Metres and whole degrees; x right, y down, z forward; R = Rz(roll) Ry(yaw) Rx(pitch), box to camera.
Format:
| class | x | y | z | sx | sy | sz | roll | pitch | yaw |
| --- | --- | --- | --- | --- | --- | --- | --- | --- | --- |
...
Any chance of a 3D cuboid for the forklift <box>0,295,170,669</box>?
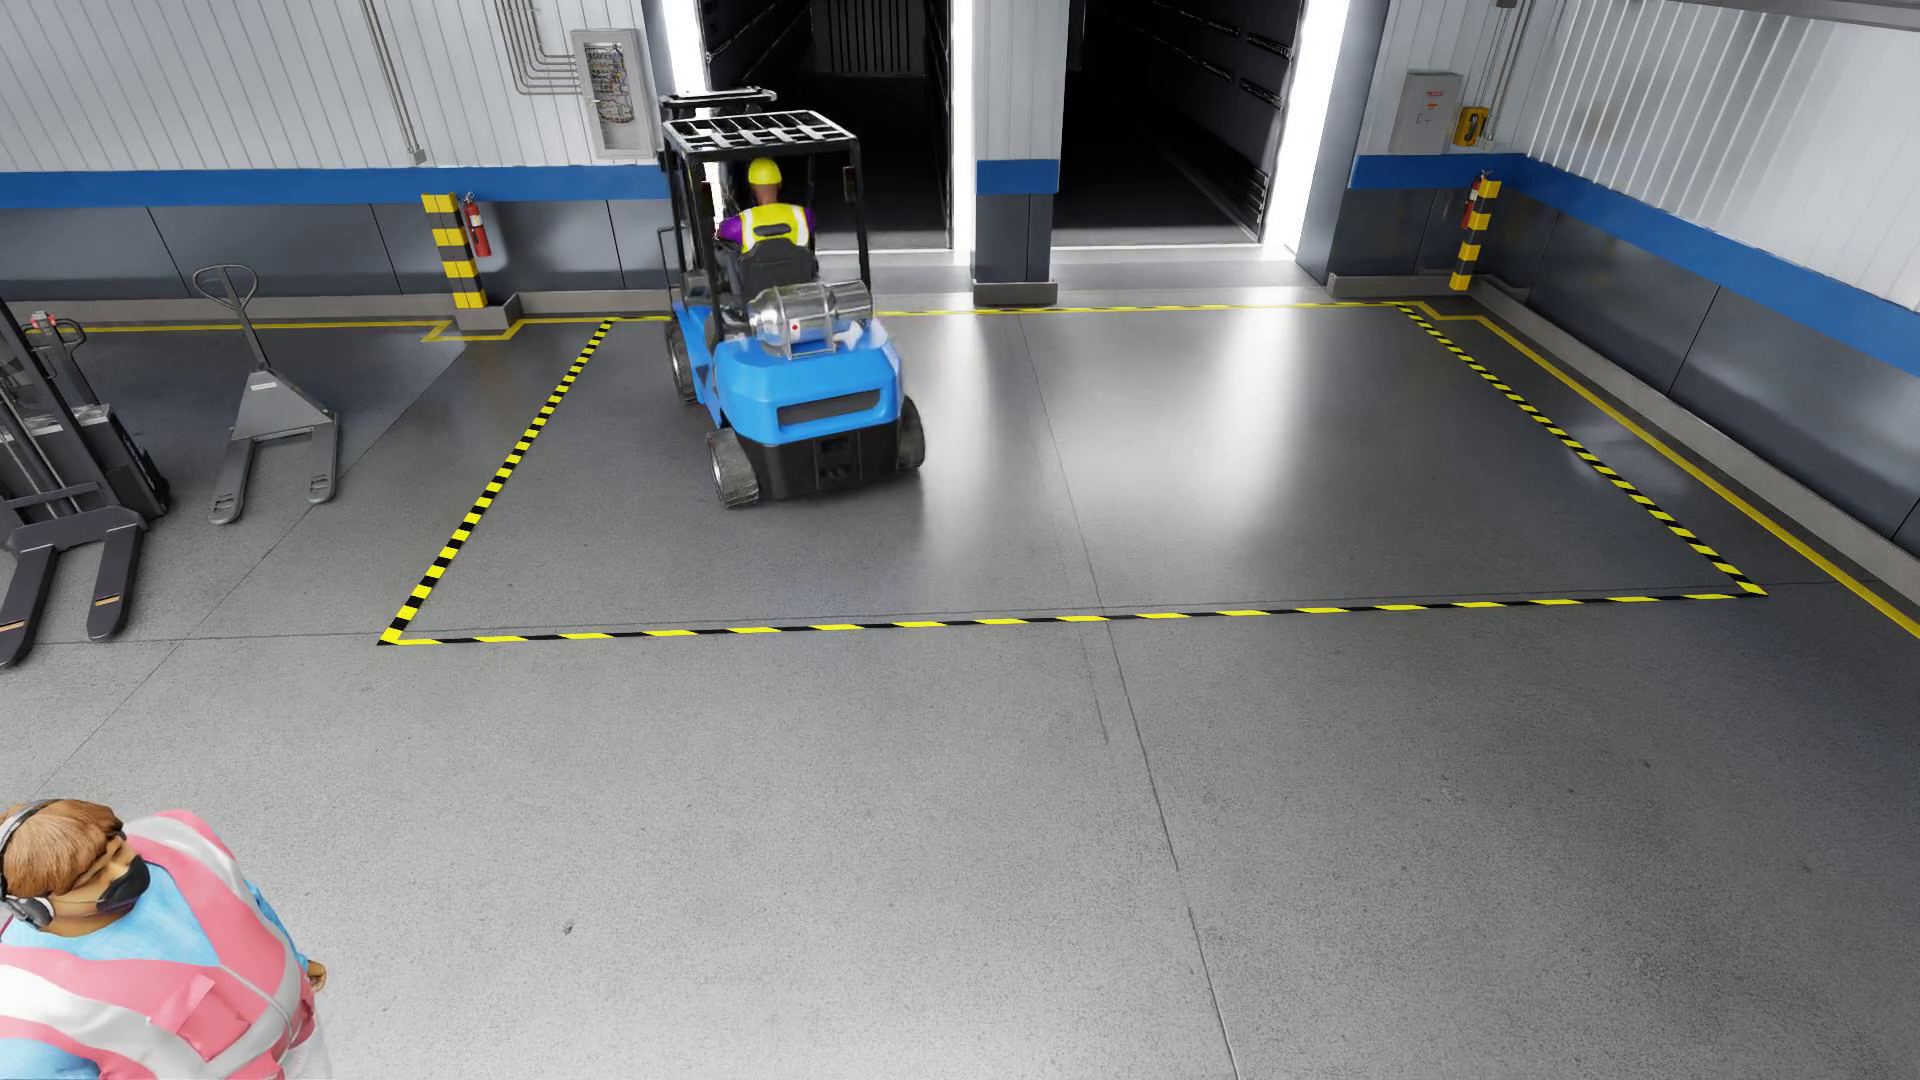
| class | x | y | z | sx | sy | sz | roll | pitch | yaw |
| --- | --- | --- | --- | --- | --- | --- | --- | --- | --- |
| forklift | -5.212 | -0.618 | 4.878 | 0.823 | 1.965 | 1.885 | -20 | 39 | -26 |

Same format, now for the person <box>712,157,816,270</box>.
| class | x | y | z | sx | sy | sz | roll | pitch | yaw |
| --- | --- | --- | --- | --- | --- | --- | --- | --- | --- |
| person | -1.314 | -1.973 | 6.186 | 0.635 | 1.293 | 1.004 | -14 | 37 | -19 |

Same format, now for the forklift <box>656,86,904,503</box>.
| class | x | y | z | sx | sy | sz | roll | pitch | yaw |
| --- | --- | --- | --- | --- | --- | --- | --- | --- | --- |
| forklift | -1.297 | -1.786 | 6.246 | 1.157 | 2.036 | 2.680 | -14 | 37 | -19 |

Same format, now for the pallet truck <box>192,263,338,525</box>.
| class | x | y | z | sx | sy | sz | roll | pitch | yaw |
| --- | --- | --- | --- | --- | --- | --- | --- | --- | --- |
| pallet truck | -4.778 | -1.027 | 6.128 | 0.680 | 1.201 | 1.601 | -17 | 38 | -23 |

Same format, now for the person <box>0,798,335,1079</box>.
| class | x | y | z | sx | sy | sz | roll | pitch | yaw |
| --- | --- | --- | --- | --- | --- | --- | --- | --- | --- |
| person | -1.807 | 1.285 | 2.279 | 0.431 | 1.844 | 0.623 | 0 | 35 | -1 |
